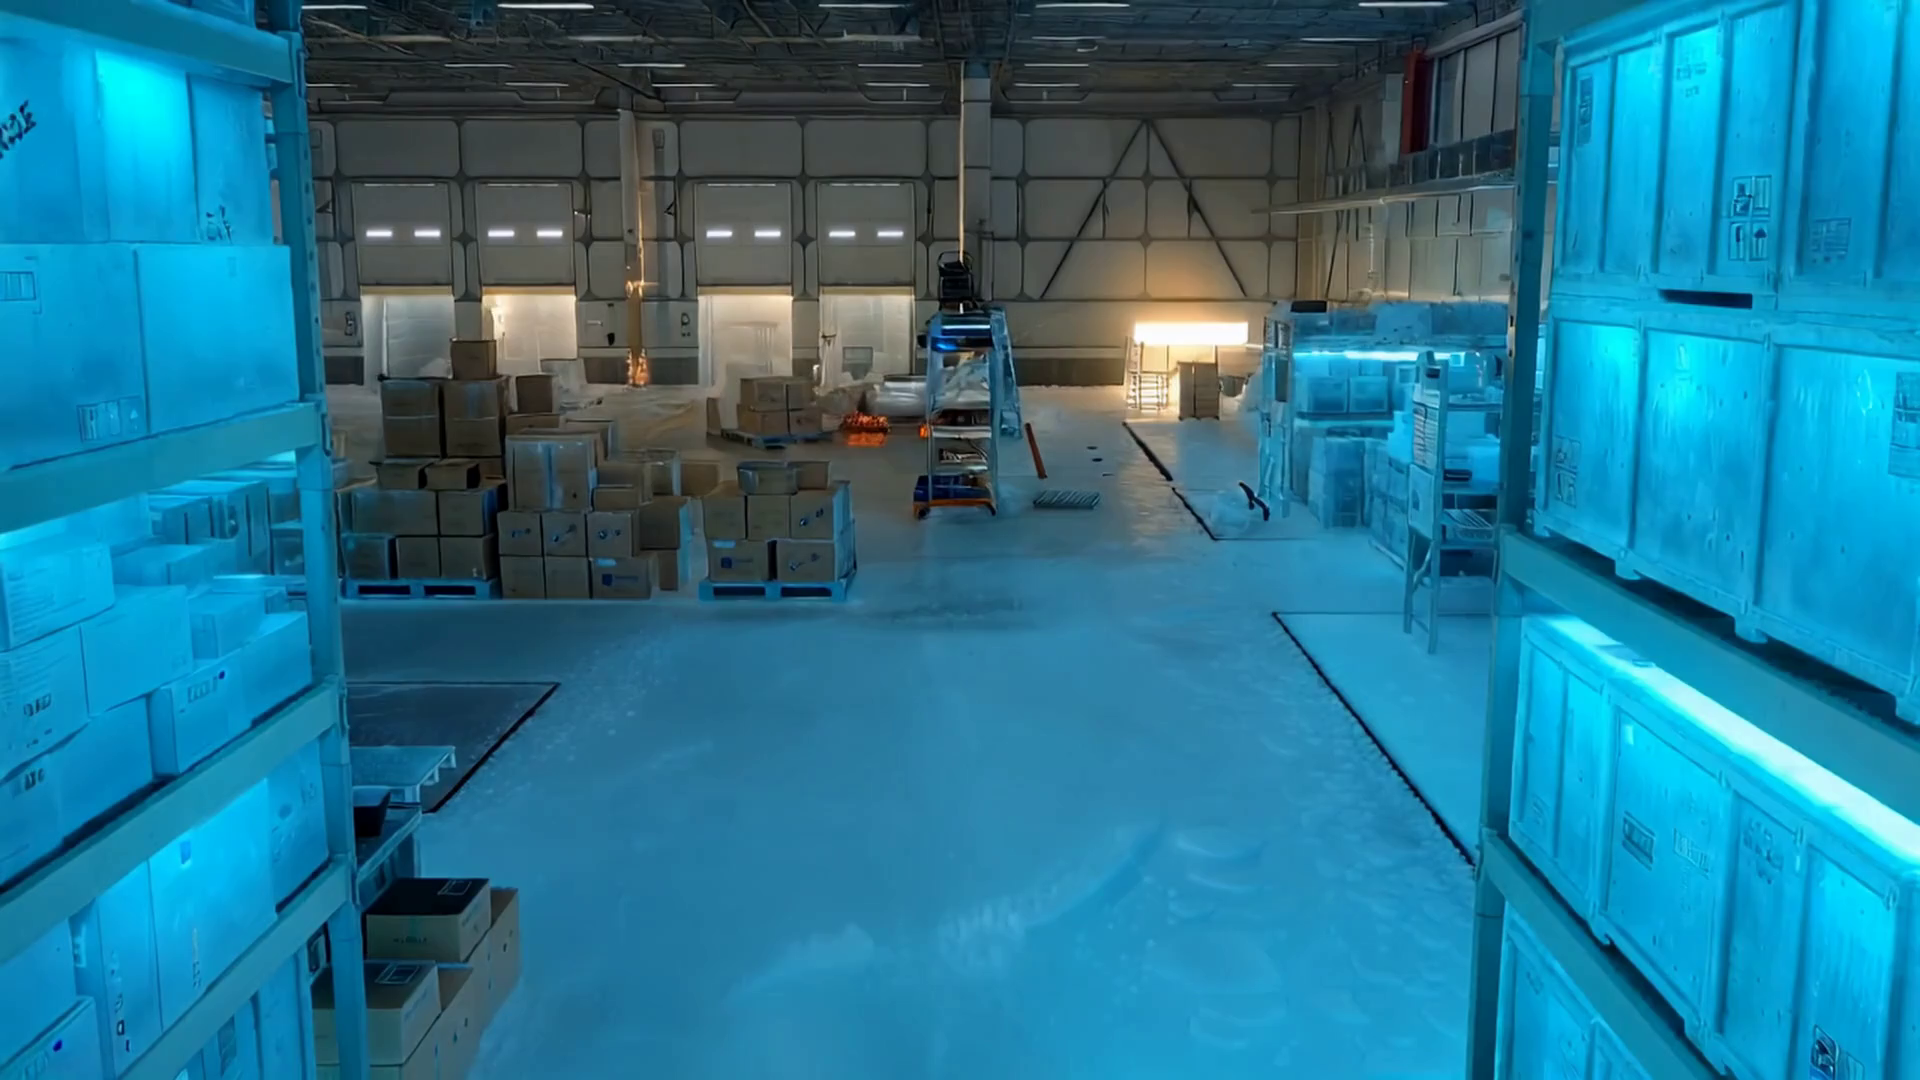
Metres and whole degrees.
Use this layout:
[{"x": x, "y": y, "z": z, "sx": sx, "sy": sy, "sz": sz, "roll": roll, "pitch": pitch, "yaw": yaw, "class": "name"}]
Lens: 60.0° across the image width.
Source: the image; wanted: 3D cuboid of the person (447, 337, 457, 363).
[{"x": -13.151, "y": -4.312, "z": 43.296, "sx": 0.362, "sy": 1.935, "sz": 0.553, "roll": -9, "pitch": 13, "yaw": -43, "class": "person"}]

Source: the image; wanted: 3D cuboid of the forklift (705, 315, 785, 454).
[{"x": -4.554, "y": -3.289, "z": 34.675, "sx": 1.129, "sy": 2.768, "sz": 1.873, "roll": -5, "pitch": 11, "yaw": -27, "class": "forklift"}]

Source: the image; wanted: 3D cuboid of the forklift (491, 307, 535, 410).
[{"x": -10.749, "y": -4.230, "z": 40.107, "sx": 1.129, "sy": 2.768, "sz": 1.873, "roll": 0, "pitch": 10, "yaw": 1, "class": "forklift"}]

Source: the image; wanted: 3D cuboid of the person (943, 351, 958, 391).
[{"x": -0.310, "y": -3.796, "z": 40.471, "sx": 1.007, "sy": 1.888, "sz": 0.640, "roll": -5, "pitch": 11, "yaw": -24, "class": "person"}]

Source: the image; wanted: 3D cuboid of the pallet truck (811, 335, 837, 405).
[{"x": -3.021, "y": -4.312, "z": 43.126, "sx": 1.885, "sy": 1.965, "sz": 0.823, "roll": 3, "pitch": 10, "yaw": 17, "class": "pallet truck"}]

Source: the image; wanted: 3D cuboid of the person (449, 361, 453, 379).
[{"x": -12.973, "y": -4.073, "z": 42.678, "sx": 0.532, "sy": 1.671, "sz": 0.568, "roll": 2, "pitch": 10, "yaw": 11, "class": "person"}]

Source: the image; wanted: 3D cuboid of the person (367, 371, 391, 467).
[{"x": -10.876, "y": -2.309, "z": 31.923, "sx": 1.047, "sy": 1.887, "sz": 0.620, "roll": 2, "pitch": 10, "yaw": 11, "class": "person"}]
